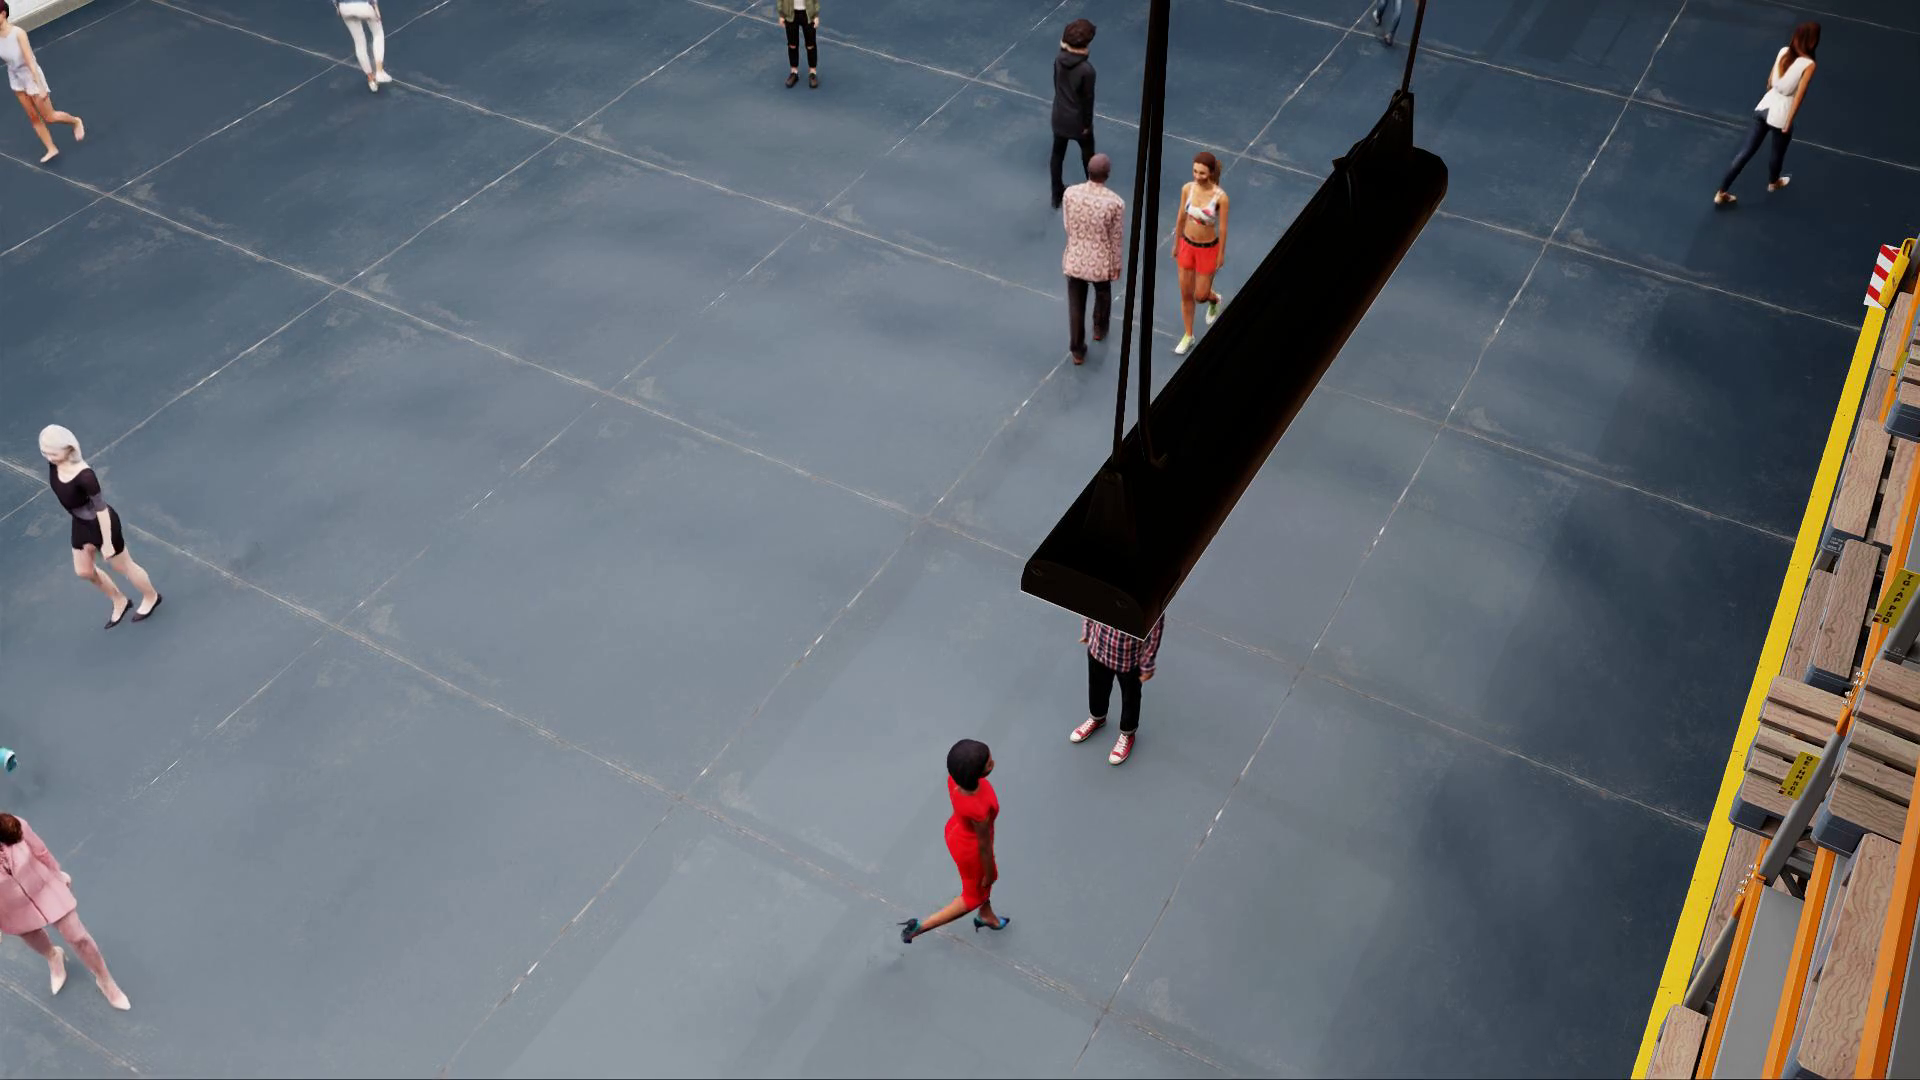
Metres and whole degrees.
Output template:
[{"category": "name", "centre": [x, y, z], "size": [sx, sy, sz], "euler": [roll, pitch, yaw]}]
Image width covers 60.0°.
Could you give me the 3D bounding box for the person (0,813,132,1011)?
[{"category": "person", "centre": [-5.055, 1.898, 8.953], "size": [0.883, 1.764, 0.825], "euler": [-33, 53, -30]}]

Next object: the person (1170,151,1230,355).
[{"category": "person", "centre": [1.963, -2.361, 13.414], "size": [0.596, 1.778, 0.839], "euler": [23, 48, 22]}]

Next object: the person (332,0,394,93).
[{"category": "person", "centre": [-5.993, -5.227, 16.485], "size": [0.742, 1.690, 0.780], "euler": [-3, 44, -3]}]

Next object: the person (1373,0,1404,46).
[{"category": "person", "centre": [4.580, -5.814, 17.399], "size": [0.767, 1.280, 0.937], "euler": [-1, 44, -1]}]

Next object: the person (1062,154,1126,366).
[{"category": "person", "centre": [1.009, -2.175, 13.215], "size": [0.827, 1.782, 0.980], "euler": [9, 44, 10]}]

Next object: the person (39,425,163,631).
[{"category": "person", "centre": [-5.648, -0.131, 11.052], "size": [0.640, 1.806, 0.635], "euler": [26, 49, 24]}]

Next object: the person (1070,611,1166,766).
[{"category": "person", "centre": [0.982, 0.651, 10.264], "size": [0.717, 1.761, 0.619], "euler": [28, 50, 26]}]

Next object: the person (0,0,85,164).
[{"category": "person", "centre": [-8.708, -4.362, 15.645], "size": [0.654, 1.597, 0.795], "euler": [14, 45, 14]}]

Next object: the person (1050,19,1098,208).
[{"category": "person", "centre": [0.961, -3.777, 14.918], "size": [0.682, 1.754, 0.921], "euler": [25, 49, 24]}]

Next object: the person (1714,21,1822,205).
[{"category": "person", "centre": [7.236, -3.777, 14.930], "size": [1.190, 1.737, 1.013], "euler": [-18, 47, -18]}]

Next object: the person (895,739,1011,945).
[{"category": "person", "centre": [-0.005, 1.722, 9.169], "size": [1.008, 1.723, 0.923], "euler": [-14, 45, -14]}]

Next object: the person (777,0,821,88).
[{"category": "person", "centre": [-1.607, -5.271, 16.687], "size": [0.651, 1.477, 0.651], "euler": [3, 44, 3]}]
